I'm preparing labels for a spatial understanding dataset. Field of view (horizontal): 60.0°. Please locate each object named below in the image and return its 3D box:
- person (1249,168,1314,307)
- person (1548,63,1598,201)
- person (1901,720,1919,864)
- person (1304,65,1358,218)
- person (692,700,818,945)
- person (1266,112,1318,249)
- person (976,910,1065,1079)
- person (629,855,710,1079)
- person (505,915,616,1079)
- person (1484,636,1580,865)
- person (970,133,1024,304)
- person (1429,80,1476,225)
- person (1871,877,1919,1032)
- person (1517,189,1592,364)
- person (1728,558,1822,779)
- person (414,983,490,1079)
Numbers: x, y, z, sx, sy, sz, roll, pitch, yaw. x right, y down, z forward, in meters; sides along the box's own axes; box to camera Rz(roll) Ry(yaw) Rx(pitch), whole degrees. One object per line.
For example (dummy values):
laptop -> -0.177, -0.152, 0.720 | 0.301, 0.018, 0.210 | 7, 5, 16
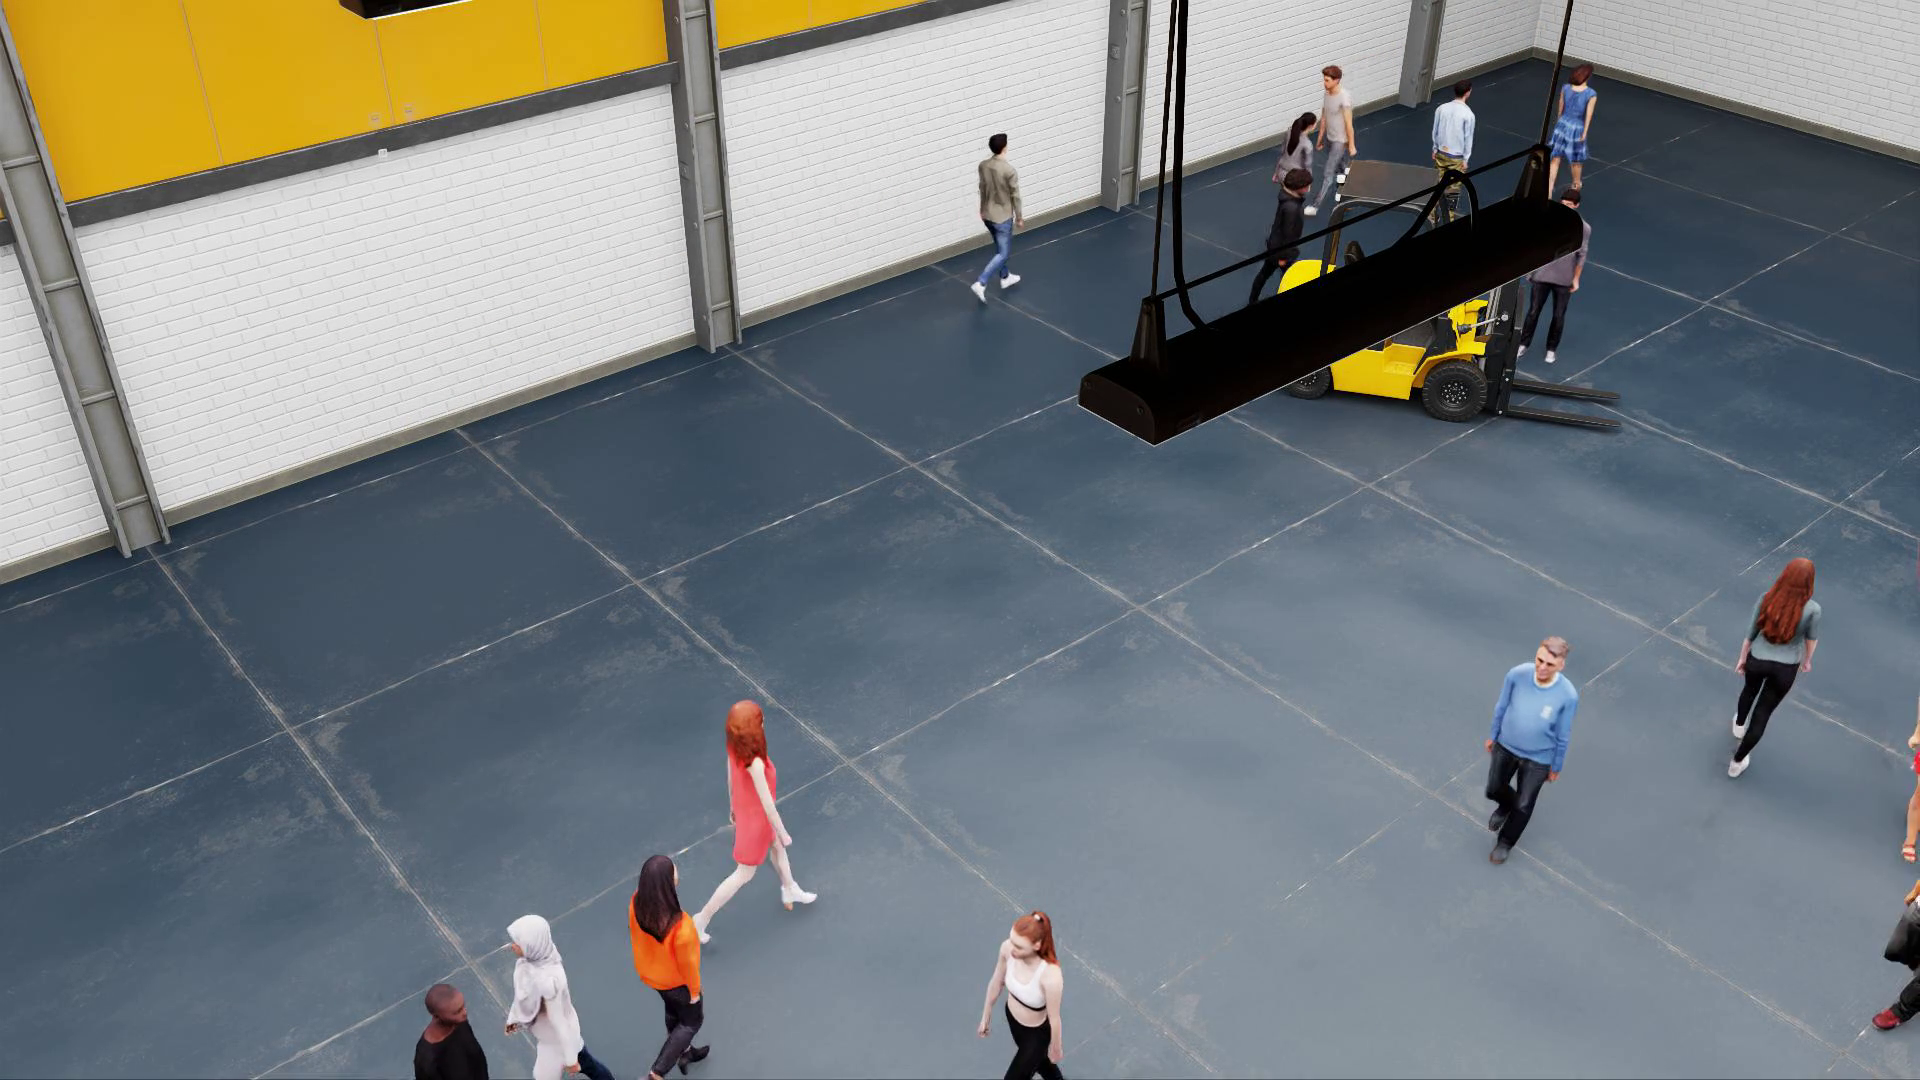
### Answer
person -> 3.367, -3.105, 17.753 | 1.222, 1.720, 1.108 | -3, 34, -5
person -> 7.456, -4.924, 20.454 | 0.783, 1.759, 1.151 | 23, 40, 30
person -> 6.657, 1.337, 11.206 | 0.852, 1.568, 1.011 | 12, 35, 17
person -> 4.689, -4.861, 20.290 | 1.197, 1.835, 0.983 | -12, 35, -17
person -> -1.363, 1.798, 10.315 | 1.228, 1.788, 0.809 | -14, 36, -20
person -> 3.792, -4.165, 19.418 | 0.862, 1.642, 0.759 | -16, 37, -23
person -> 0.455, 2.650, 9.108 | 1.056, 1.706, 0.629 | -22, 40, -30
person -> -1.686, 2.496, 9.318 | 0.709, 1.728, 0.927 | 25, 41, 33
person -> -2.108, 2.668, 9.054 | 1.158, 1.734, 0.855 | -11, 35, -17
person -> 3.778, 1.326, 11.003 | 0.752, 1.812, 0.805 | 24, 40, 31
person -> 0.384, -3.522, 18.266 | 0.763, 1.845, 1.122 | 28, 42, 35
person -> 5.883, -4.606, 19.928 | 0.547, 1.810, 0.668 | -27, 42, -34
person -> 5.827, 2.202, 9.711 | 0.871, 1.784, 0.809 | -12, 35, -17
person -> 6.099, -2.720, 17.054 | 0.740, 1.851, 0.669 | 17, 37, 23
person -> 5.670, 0.945, 11.665 | 0.741, 1.714, 0.993 | 23, 40, 31
person -> -2.687, 2.957, 8.639 | 1.099, 1.712, 1.159 | 9, 35, 13
